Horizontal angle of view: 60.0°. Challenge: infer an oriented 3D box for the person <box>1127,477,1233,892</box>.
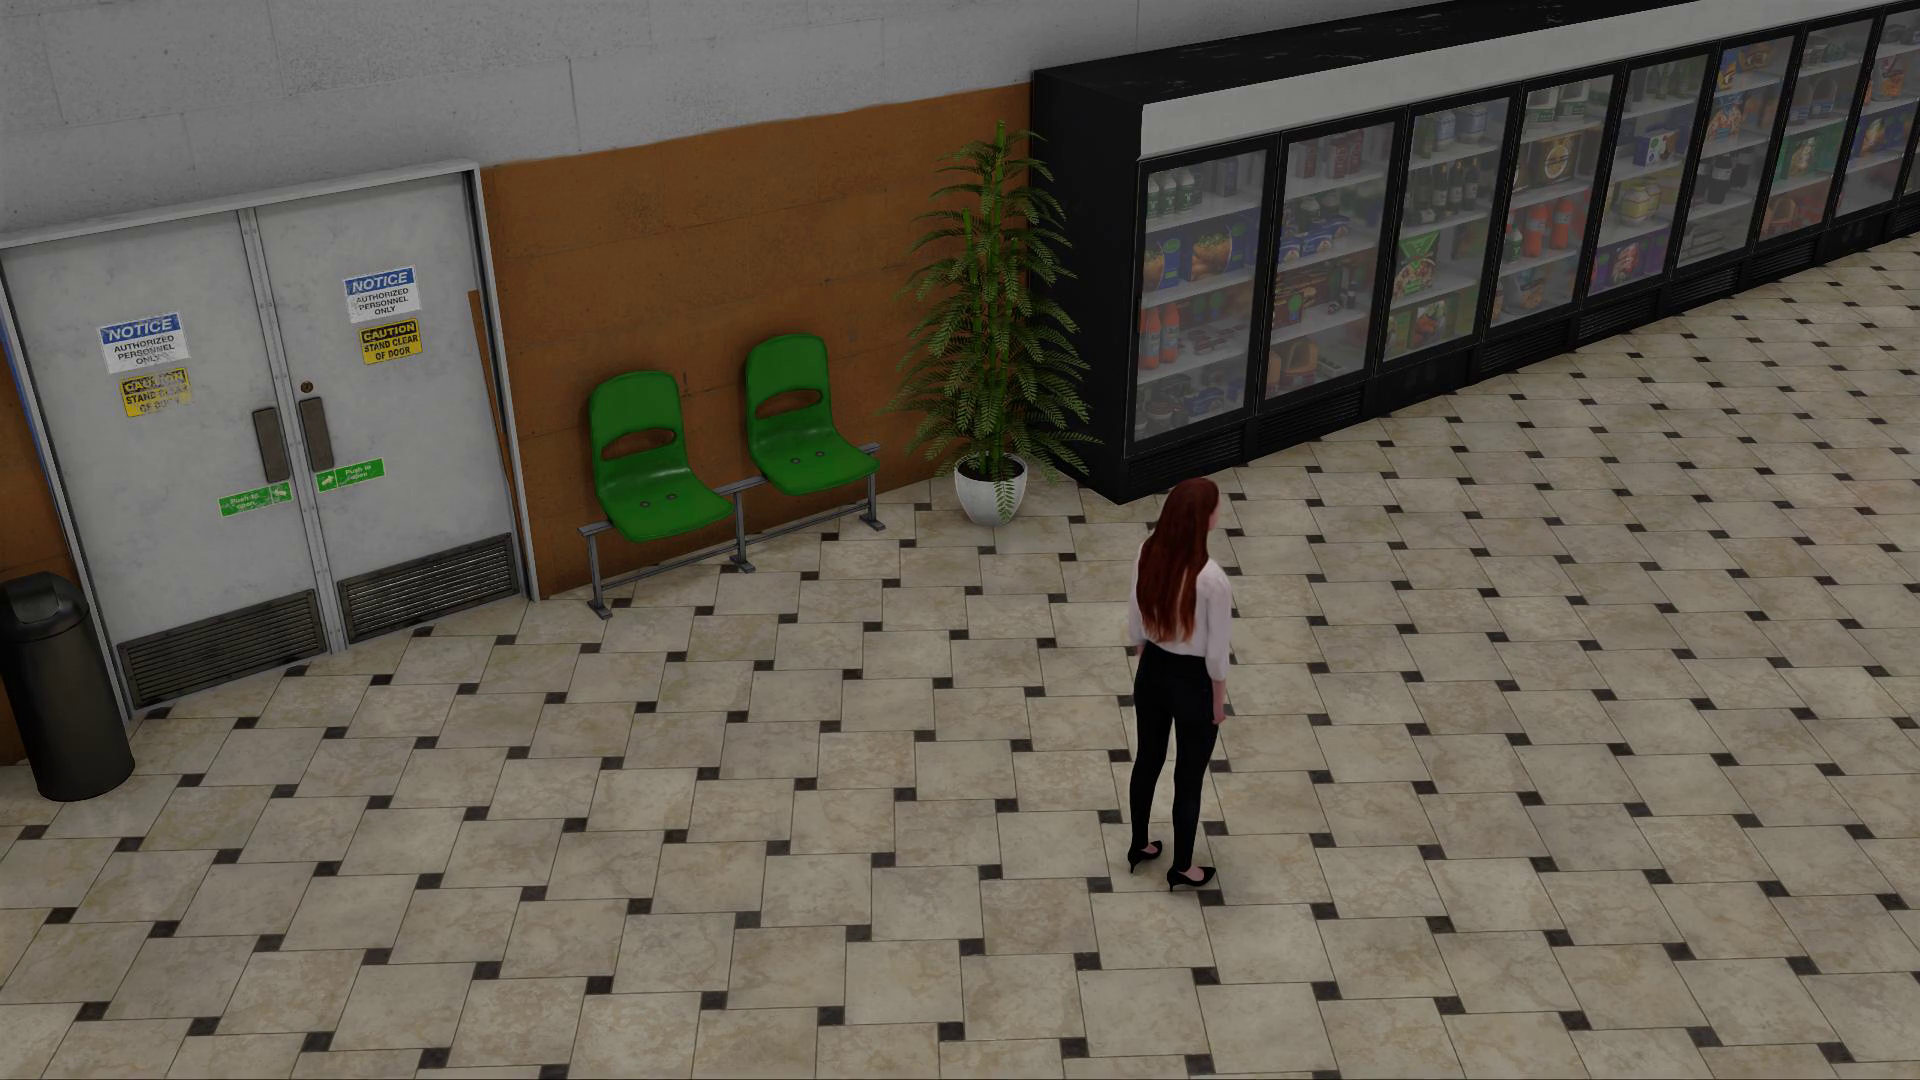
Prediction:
[{"bbox_3d":[0.824,0.563,6.317,0.483,1.759,0.685,25,37,38],"label":"person"}]
